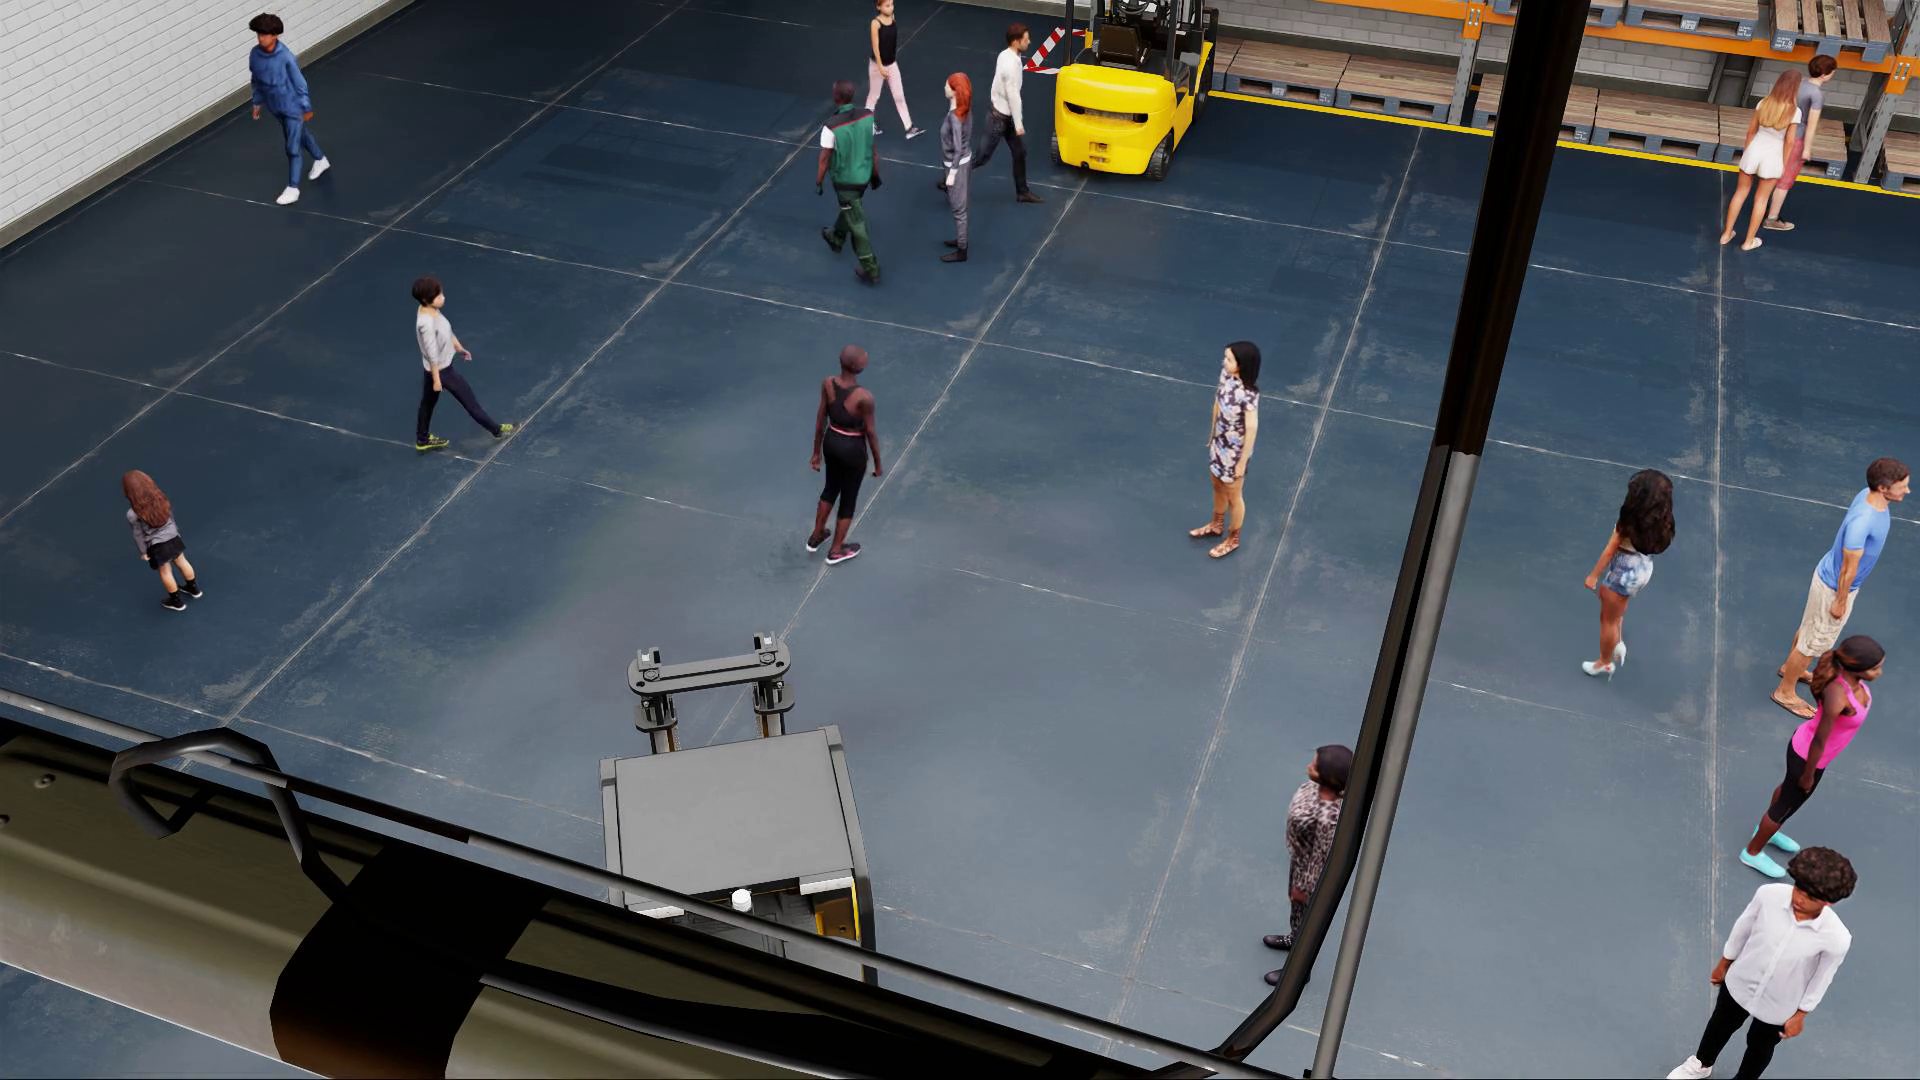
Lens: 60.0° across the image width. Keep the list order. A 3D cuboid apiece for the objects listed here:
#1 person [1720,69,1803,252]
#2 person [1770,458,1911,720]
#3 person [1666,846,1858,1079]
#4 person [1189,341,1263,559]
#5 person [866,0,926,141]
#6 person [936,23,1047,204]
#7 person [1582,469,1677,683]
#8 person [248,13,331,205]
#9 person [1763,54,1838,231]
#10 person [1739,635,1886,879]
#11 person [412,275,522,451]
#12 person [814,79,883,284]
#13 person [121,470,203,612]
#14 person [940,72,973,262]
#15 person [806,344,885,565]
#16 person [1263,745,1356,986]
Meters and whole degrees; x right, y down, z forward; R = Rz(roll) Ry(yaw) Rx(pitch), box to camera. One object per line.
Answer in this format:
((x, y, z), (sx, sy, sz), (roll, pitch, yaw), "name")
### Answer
((7.320, -3.468, 15.157), (0.715, 1.695, 0.619), (-32, 48, -33), "person")
((5.477, 0.255, 10.360), (0.624, 1.864, 0.686), (21, 43, 24), "person")
((3.908, 2.139, 8.043), (0.783, 1.810, 0.678), (-28, 46, -30), "person")
((1.900, -0.647, 11.594), (0.713, 1.732, 0.664), (-14, 41, -17), "person")
((-0.839, -4.863, 17.045), (1.061, 1.519, 0.792), (31, 48, 33), "person")
((0.271, -3.933, 15.656), (1.351, 1.798, 0.885), (3, 39, 3), "person")
((4.275, 0.278, 10.533), (0.687, 1.612, 0.735), (-29, 47, -31), "person")
((-6.450, -4.221, 16.044), (1.103, 1.764, 0.785), (15, 41, 18), "person")
((7.773, -3.725, 15.514), (0.659, 1.650, 0.664), (-2, 39, -3), "person")
((4.766, 1.183, 9.311), (0.635, 1.721, 0.618), (26, 46, 29), "person")
((-4.023, -1.296, 12.587), (1.099, 1.508, 0.972), (-12, 40, -15), "person")
((-0.914, -3.112, 14.639), (1.109, 1.784, 1.305), (-28, 46, -30), "person")
((-5.441, -0.015, 11.306), (0.461, 1.105, 0.480), (17, 41, 20), "person")
((-0.020, -3.355, 14.948), (0.569, 1.779, 0.623), (5, 39, 6), "person")
((-0.850, -0.559, 11.488), (0.656, 1.728, 0.812), (14, 41, 17), "person")
((1.834, 1.692, 8.681), (0.626, 1.714, 0.621), (5, 39, 7), "person")
